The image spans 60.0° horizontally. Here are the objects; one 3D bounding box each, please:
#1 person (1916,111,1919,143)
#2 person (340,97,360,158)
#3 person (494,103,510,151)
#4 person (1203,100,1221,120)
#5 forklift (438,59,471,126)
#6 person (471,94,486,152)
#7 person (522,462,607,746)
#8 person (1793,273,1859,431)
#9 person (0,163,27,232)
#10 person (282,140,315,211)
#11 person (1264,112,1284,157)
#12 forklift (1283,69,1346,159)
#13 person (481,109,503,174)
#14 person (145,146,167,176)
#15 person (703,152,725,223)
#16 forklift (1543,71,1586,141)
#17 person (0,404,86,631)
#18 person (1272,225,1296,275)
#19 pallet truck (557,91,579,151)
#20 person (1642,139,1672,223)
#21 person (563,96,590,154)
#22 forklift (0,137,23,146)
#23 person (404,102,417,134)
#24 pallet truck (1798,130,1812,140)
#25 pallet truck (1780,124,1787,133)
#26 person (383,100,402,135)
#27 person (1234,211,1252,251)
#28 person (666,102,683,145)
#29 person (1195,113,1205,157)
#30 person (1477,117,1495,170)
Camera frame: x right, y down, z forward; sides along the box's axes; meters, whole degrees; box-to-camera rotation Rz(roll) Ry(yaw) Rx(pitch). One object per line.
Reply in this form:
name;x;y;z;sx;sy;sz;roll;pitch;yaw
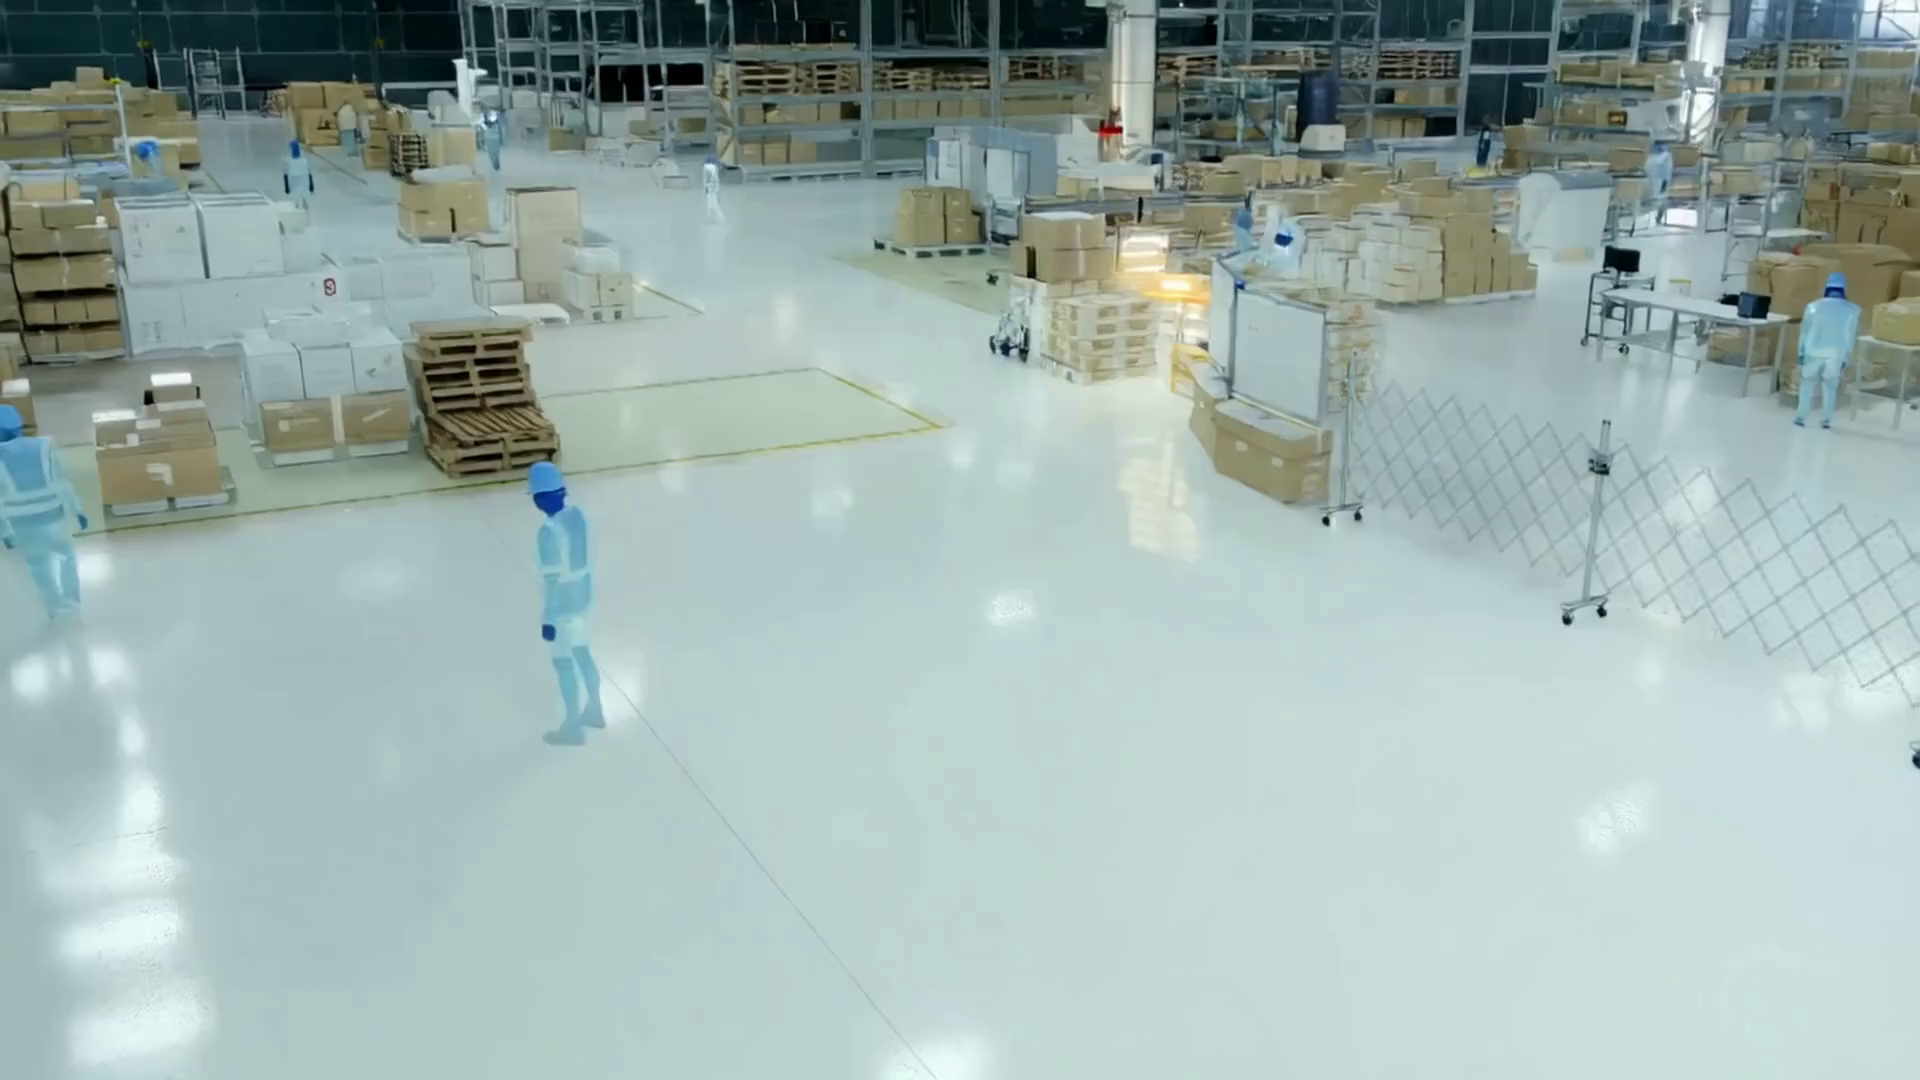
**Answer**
person;35.200;-15.485;60.537;0.618;1.994;0.380;-4;18;-14
person;-19.864;-13.428;54.163;0.474;1.968;0.646;9;20;26
person;-15.760;-14.194;57.135;0.521;1.607;0.748;-9;20;-27
person;8.477;-14.101;56.451;0.714;1.858;0.978;5;19;16
forklift;-19.237;-17.170;64.362;1.873;2.768;1.129;-8;19;-23
person;-16.404;-14.177;56.584;0.390;1.928;0.575;2;18;5
person;-2.656;0.417;11.078;0.392;1.928;0.550;5;18;14
person;10.065;-2.185;19.357;0.595;1.824;0.404;6;19;17
person;-17.487;-5.912;30.619;0.687;2.000;0.535;-6;19;-19
person;-14.720;-7.914;37.062;0.614;1.915;0.975;-7;19;-21
person;8.917;-11.169;47.235;0.587;1.887;0.896;4;18;11
forklift;11.615;-13.871;54.079;1.129;2.768;1.873;-9;20;-27
person;-13.796;-11.759;49.070;0.619;1.903;0.468;-1;18;-4
person;-17.803;-7.912;37.244;0.606;1.814;0.938;14;23;37
person;-5.581;-7.971;37.717;0.644;1.622;0.521;13;22;34
forklift;18.685;-13.231;52.085;1.873;2.768;1.129;-9;20;-26
person;-7.157;-0.141;12.936;0.659;1.850;0.708;-11;21;-31
person;4.659;-3.750;24.387;0.591;1.726;0.487;12;21;33
pallet truck;-13.495;-14.412;57.188;0.823;1.965;1.885;-3;18;-9
person;15.886;-8.225;38.086;0.513;1.889;0.640;-6;19;-18
person;-12.940;-13.930;55.869;0.918;1.899;0.636;2;18;5
forklift;-34.698;-15.445;58.987;1.873;2.768;1.129;4;18;12
person;-18.457;-13.886;56.067;0.625;1.679;0.540;9;20;26
pallet truck;25.526;-11.556;49.408;1.630;1.274;0.653;-9;20;-26
pallet truck;25.206;-12.542;52.601;1.601;1.201;0.680;0;18;-2
person;-18.169;-13.108;53.291;0.765;1.903;0.489;8;19;22
person;4.609;-4.496;26.871;0.522;1.612;0.532;5;18;14
person;-9.863;-14.138;56.890;0.867;1.648;0.547;-8;19;-23
person;7.519;-12.432;51.521;0.361;1.687;0.545;-11;21;-30
person;13.645;-9.964;43.247;0.393;2.041;0.614;-1;18;-3
